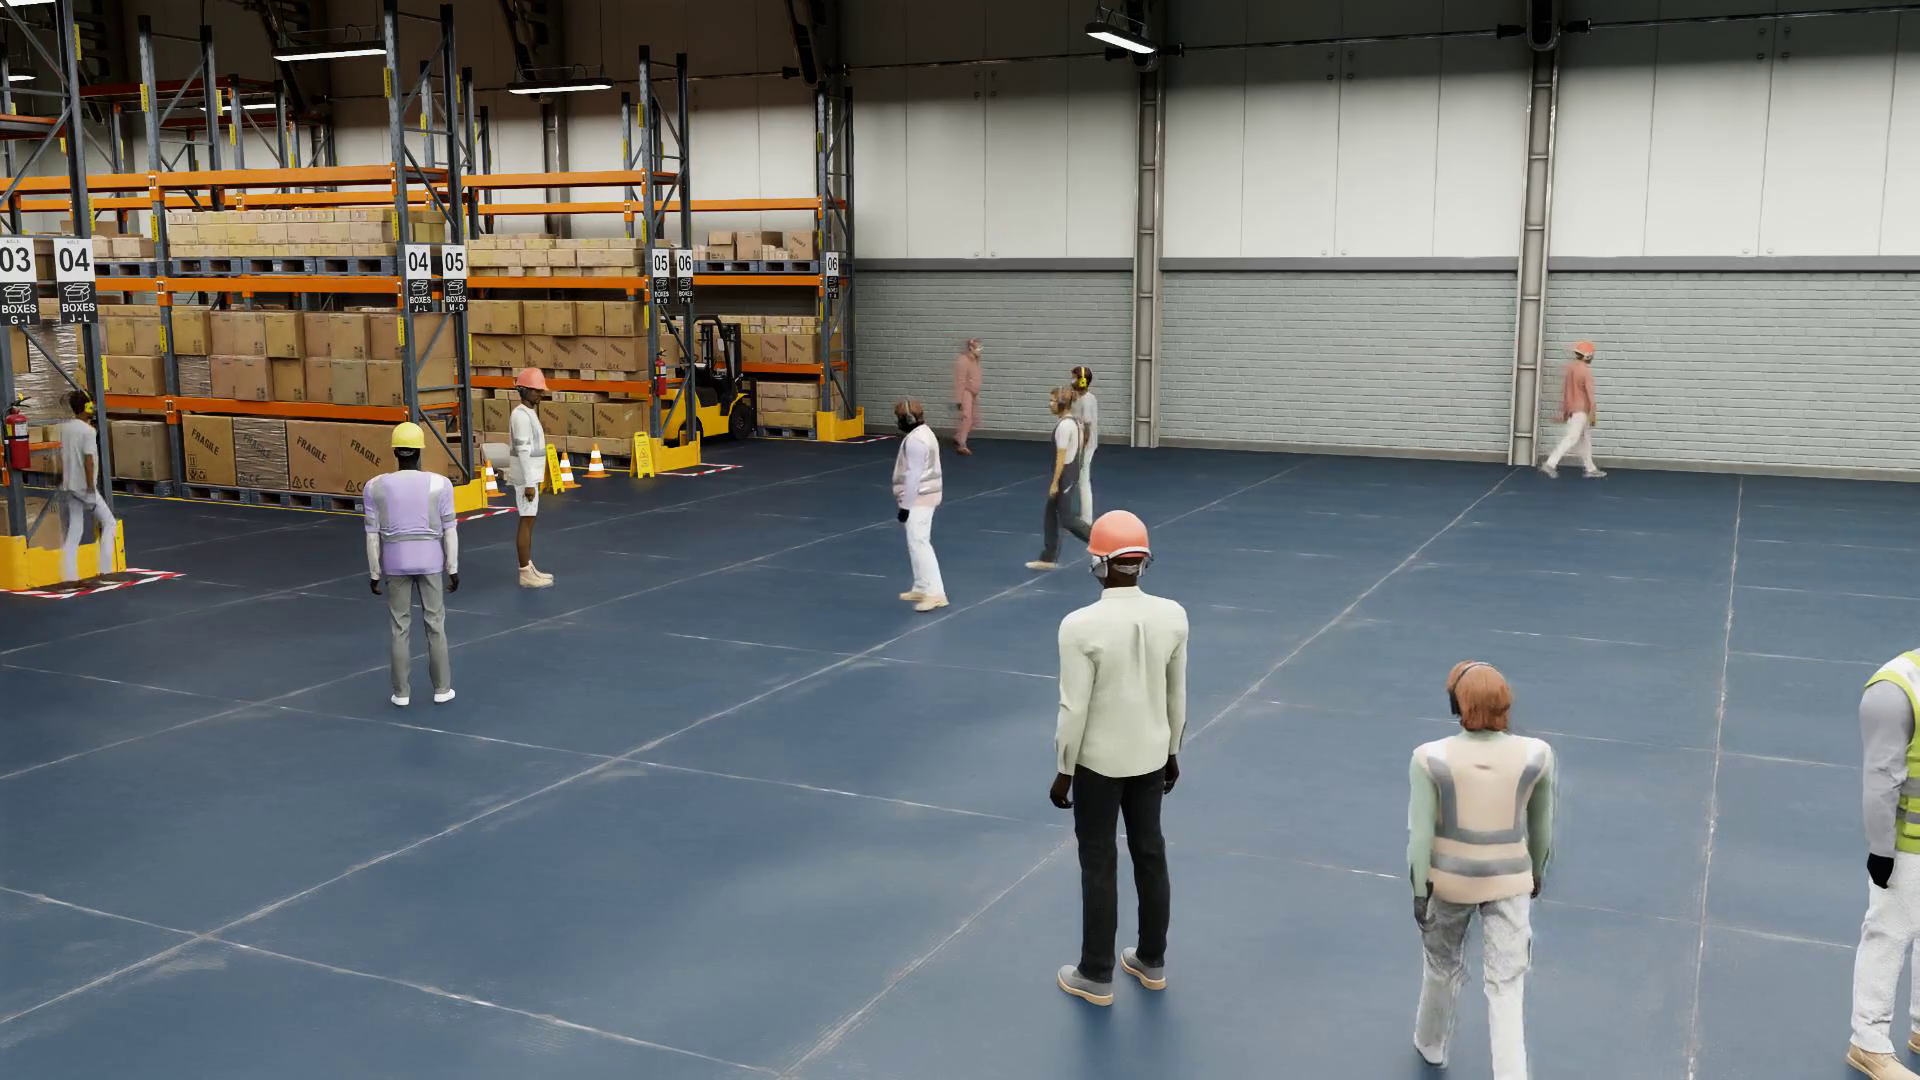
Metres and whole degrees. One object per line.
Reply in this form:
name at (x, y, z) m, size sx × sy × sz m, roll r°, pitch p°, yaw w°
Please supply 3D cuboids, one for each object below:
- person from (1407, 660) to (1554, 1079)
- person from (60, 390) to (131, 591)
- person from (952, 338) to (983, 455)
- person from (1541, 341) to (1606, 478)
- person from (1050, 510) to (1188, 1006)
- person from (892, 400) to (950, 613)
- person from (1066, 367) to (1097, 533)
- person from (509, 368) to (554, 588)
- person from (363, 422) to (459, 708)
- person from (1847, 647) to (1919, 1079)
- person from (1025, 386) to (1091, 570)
person at (1.820, 1.215, 5.819) m, size 0.513 × 1.596 × 0.861 m, roll 1°, pitch 9°, yaw 8°
person at (-8.033, -0.466, 15.382) m, size 0.561 × 1.837 × 0.733 m, roll 5°, pitch 11°, yaw 29°
person at (0.126, -2.269, 26.336) m, size 0.502 × 1.875 × 0.669 m, roll 4°, pitch 10°, yaw 22°
person at (8.680, -1.832, 23.429) m, size 0.996 × 1.956 × 0.634 m, roll -1°, pitch 9°, yaw -7°
person at (0.634, 0.870, 6.715) m, size 0.624 × 1.992 × 0.386 m, roll -5°, pitch 11°, yaw -30°
person at (-0.326, -0.297, 14.457) m, size 0.537 × 1.816 × 0.825 m, roll 1°, pitch 9°, yaw 6°
person at (1.362, -1.004, 18.612) m, size 0.355 × 1.864 × 0.592 m, roll 0°, pitch 9°, yaw 3°
person at (-3.981, -0.577, 15.463) m, size 0.394 × 2.037 × 0.605 m, roll -2°, pitch 9°, yaw -9°
person at (-3.685, 0.170, 11.216) m, size 0.593 × 1.926 × 0.366 m, roll -3°, pitch 10°, yaw -17°
person at (3.521, 1.068, 6.005) m, size 0.628 × 1.836 × 0.429 m, roll -3°, pitch 10°, yaw -19°
person at (1.059, -0.585, 16.155) m, size 0.787 × 1.826 × 0.519 m, roll 0°, pitch 9°, yaw 3°
